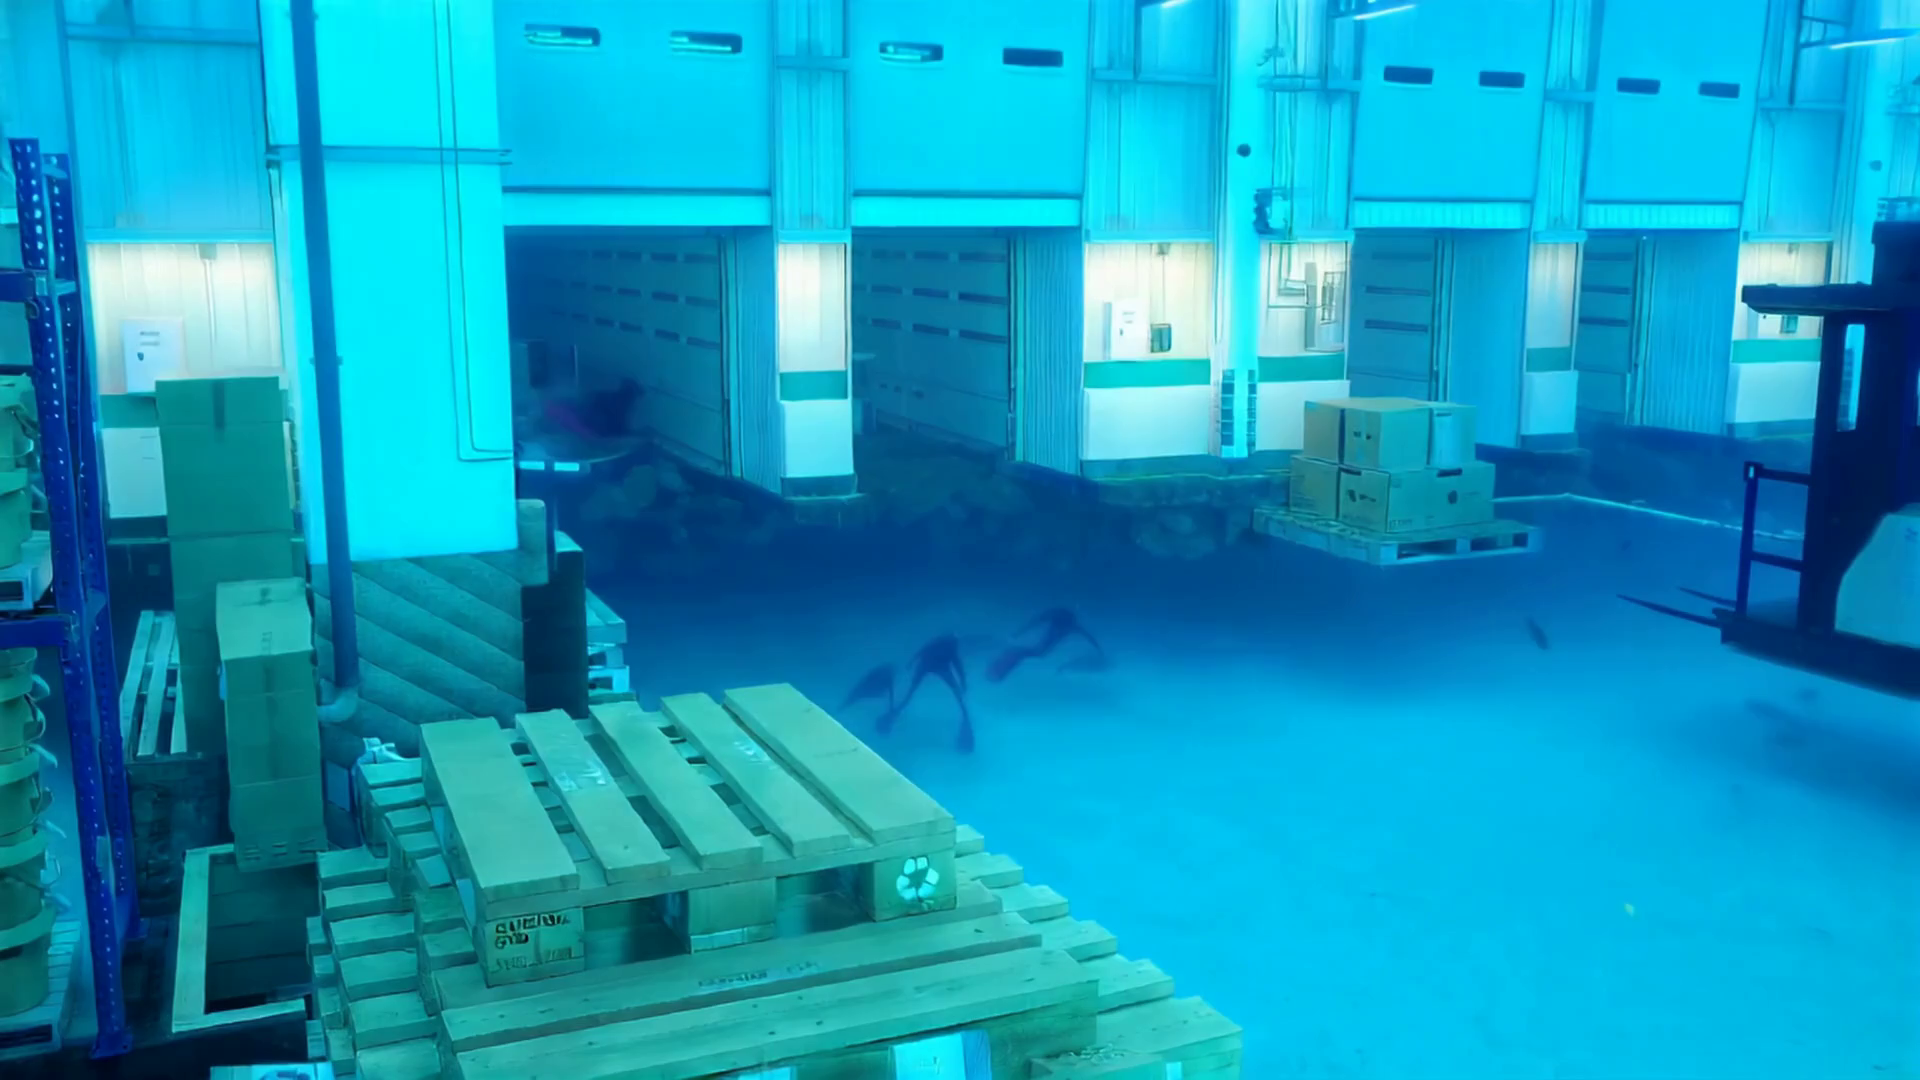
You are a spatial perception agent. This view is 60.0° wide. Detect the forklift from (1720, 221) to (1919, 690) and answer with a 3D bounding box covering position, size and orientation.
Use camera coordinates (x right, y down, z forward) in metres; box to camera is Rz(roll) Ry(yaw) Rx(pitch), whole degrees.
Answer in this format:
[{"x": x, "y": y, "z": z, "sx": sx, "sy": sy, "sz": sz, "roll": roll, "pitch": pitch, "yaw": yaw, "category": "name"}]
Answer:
[{"x": 5.949, "y": -0.550, "z": 10.218, "sx": 1.129, "sy": 2.768, "sz": 1.873, "roll": -4, "pitch": 11, "yaw": -23, "category": "forklift"}]
